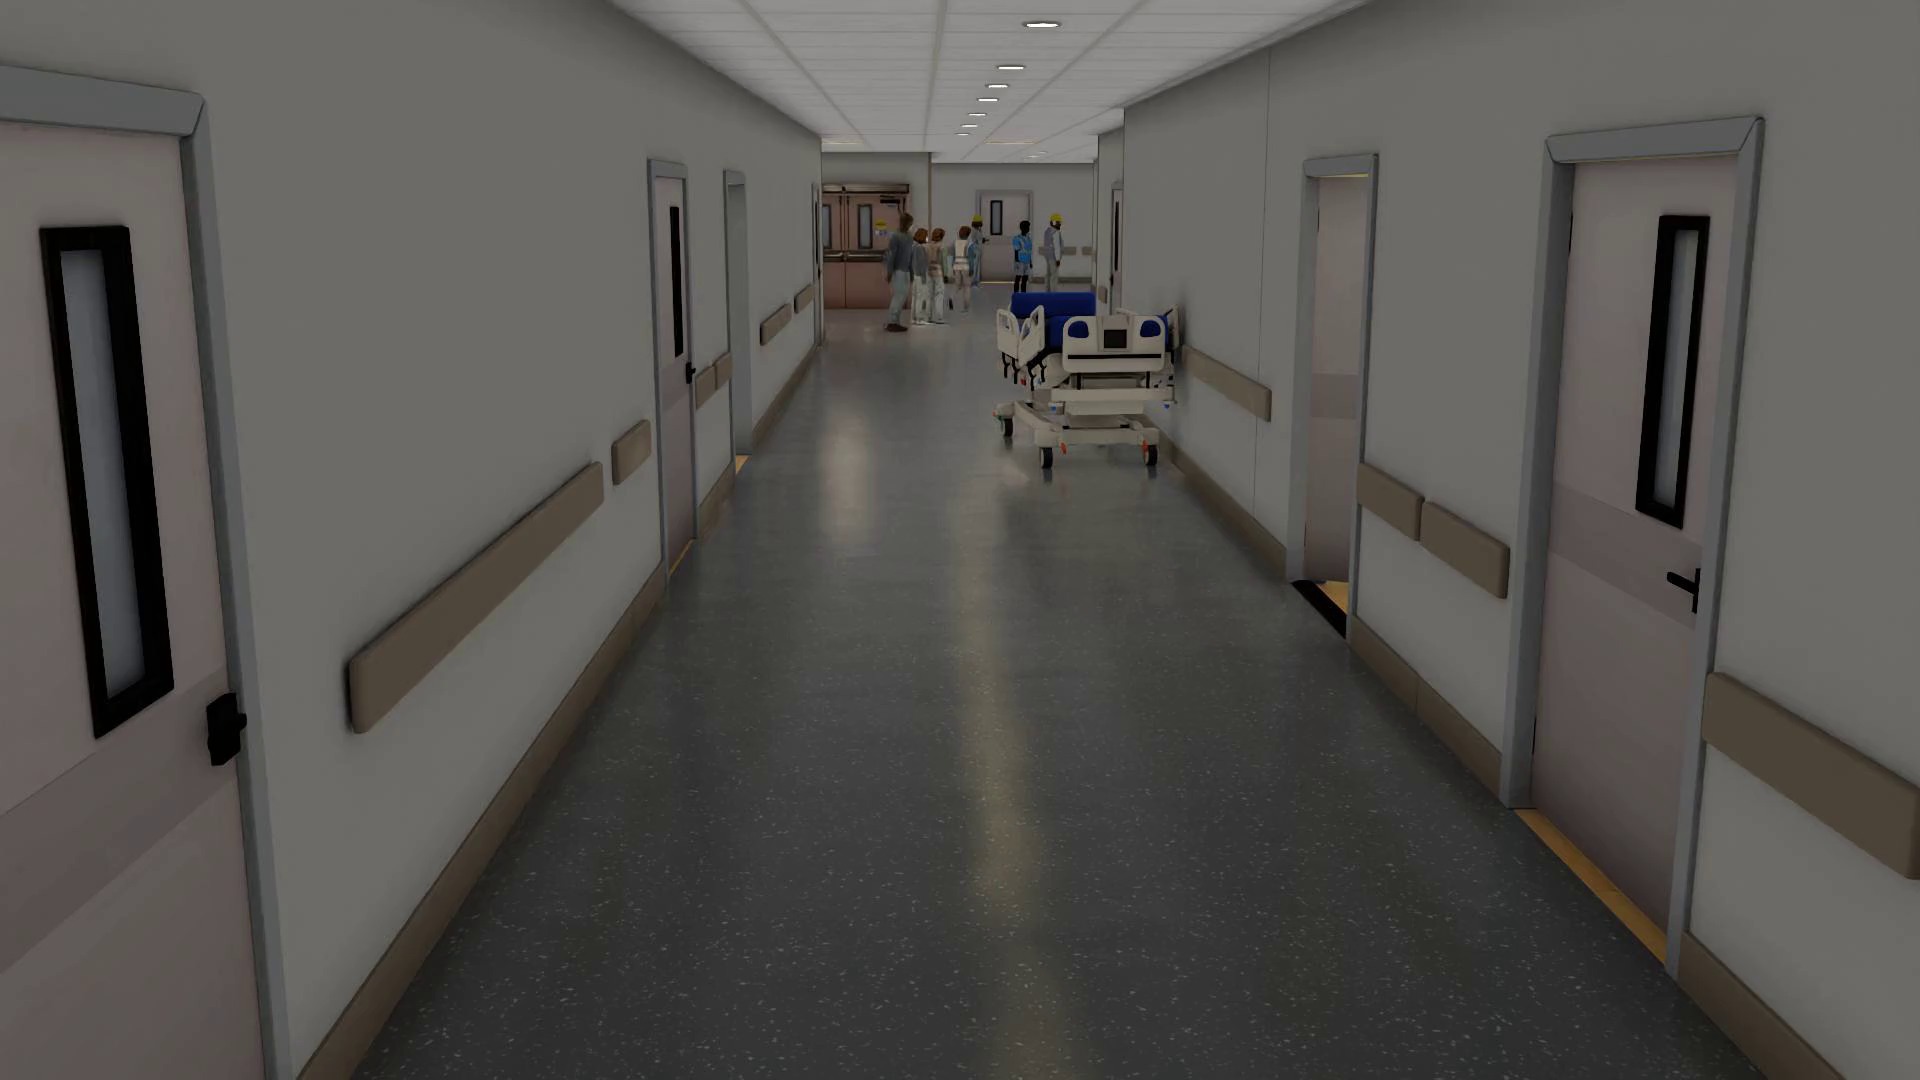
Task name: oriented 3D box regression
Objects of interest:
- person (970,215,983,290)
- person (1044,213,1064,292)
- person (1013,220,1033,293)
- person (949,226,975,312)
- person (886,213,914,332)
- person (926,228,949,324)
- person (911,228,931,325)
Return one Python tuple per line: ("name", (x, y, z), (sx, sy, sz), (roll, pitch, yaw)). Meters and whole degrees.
("person", (0.403, -6.799, 39.349), (0.302, 1.745, 0.483), (4, 12, 18))
("person", (1.966, -5.902, 34.777), (0.404, 1.825, 0.592), (-4, 12, -19))
("person", (1.290, -5.666, 33.954), (0.320, 1.693, 0.531), (10, 15, 40))
("person", (0.027, -5.112, 31.415), (0.519, 1.624, 0.457), (8, 14, 35))
("person", (-0.948, -4.313, 26.844), (0.438, 1.907, 0.692), (5, 13, 25))
("person", (-0.397, -4.534, 28.600), (0.318, 1.630, 0.514), (-10, 15, -40))
("person", (-0.674, -4.469, 28.271), (0.287, 1.631, 0.501), (-4, 12, -19))
